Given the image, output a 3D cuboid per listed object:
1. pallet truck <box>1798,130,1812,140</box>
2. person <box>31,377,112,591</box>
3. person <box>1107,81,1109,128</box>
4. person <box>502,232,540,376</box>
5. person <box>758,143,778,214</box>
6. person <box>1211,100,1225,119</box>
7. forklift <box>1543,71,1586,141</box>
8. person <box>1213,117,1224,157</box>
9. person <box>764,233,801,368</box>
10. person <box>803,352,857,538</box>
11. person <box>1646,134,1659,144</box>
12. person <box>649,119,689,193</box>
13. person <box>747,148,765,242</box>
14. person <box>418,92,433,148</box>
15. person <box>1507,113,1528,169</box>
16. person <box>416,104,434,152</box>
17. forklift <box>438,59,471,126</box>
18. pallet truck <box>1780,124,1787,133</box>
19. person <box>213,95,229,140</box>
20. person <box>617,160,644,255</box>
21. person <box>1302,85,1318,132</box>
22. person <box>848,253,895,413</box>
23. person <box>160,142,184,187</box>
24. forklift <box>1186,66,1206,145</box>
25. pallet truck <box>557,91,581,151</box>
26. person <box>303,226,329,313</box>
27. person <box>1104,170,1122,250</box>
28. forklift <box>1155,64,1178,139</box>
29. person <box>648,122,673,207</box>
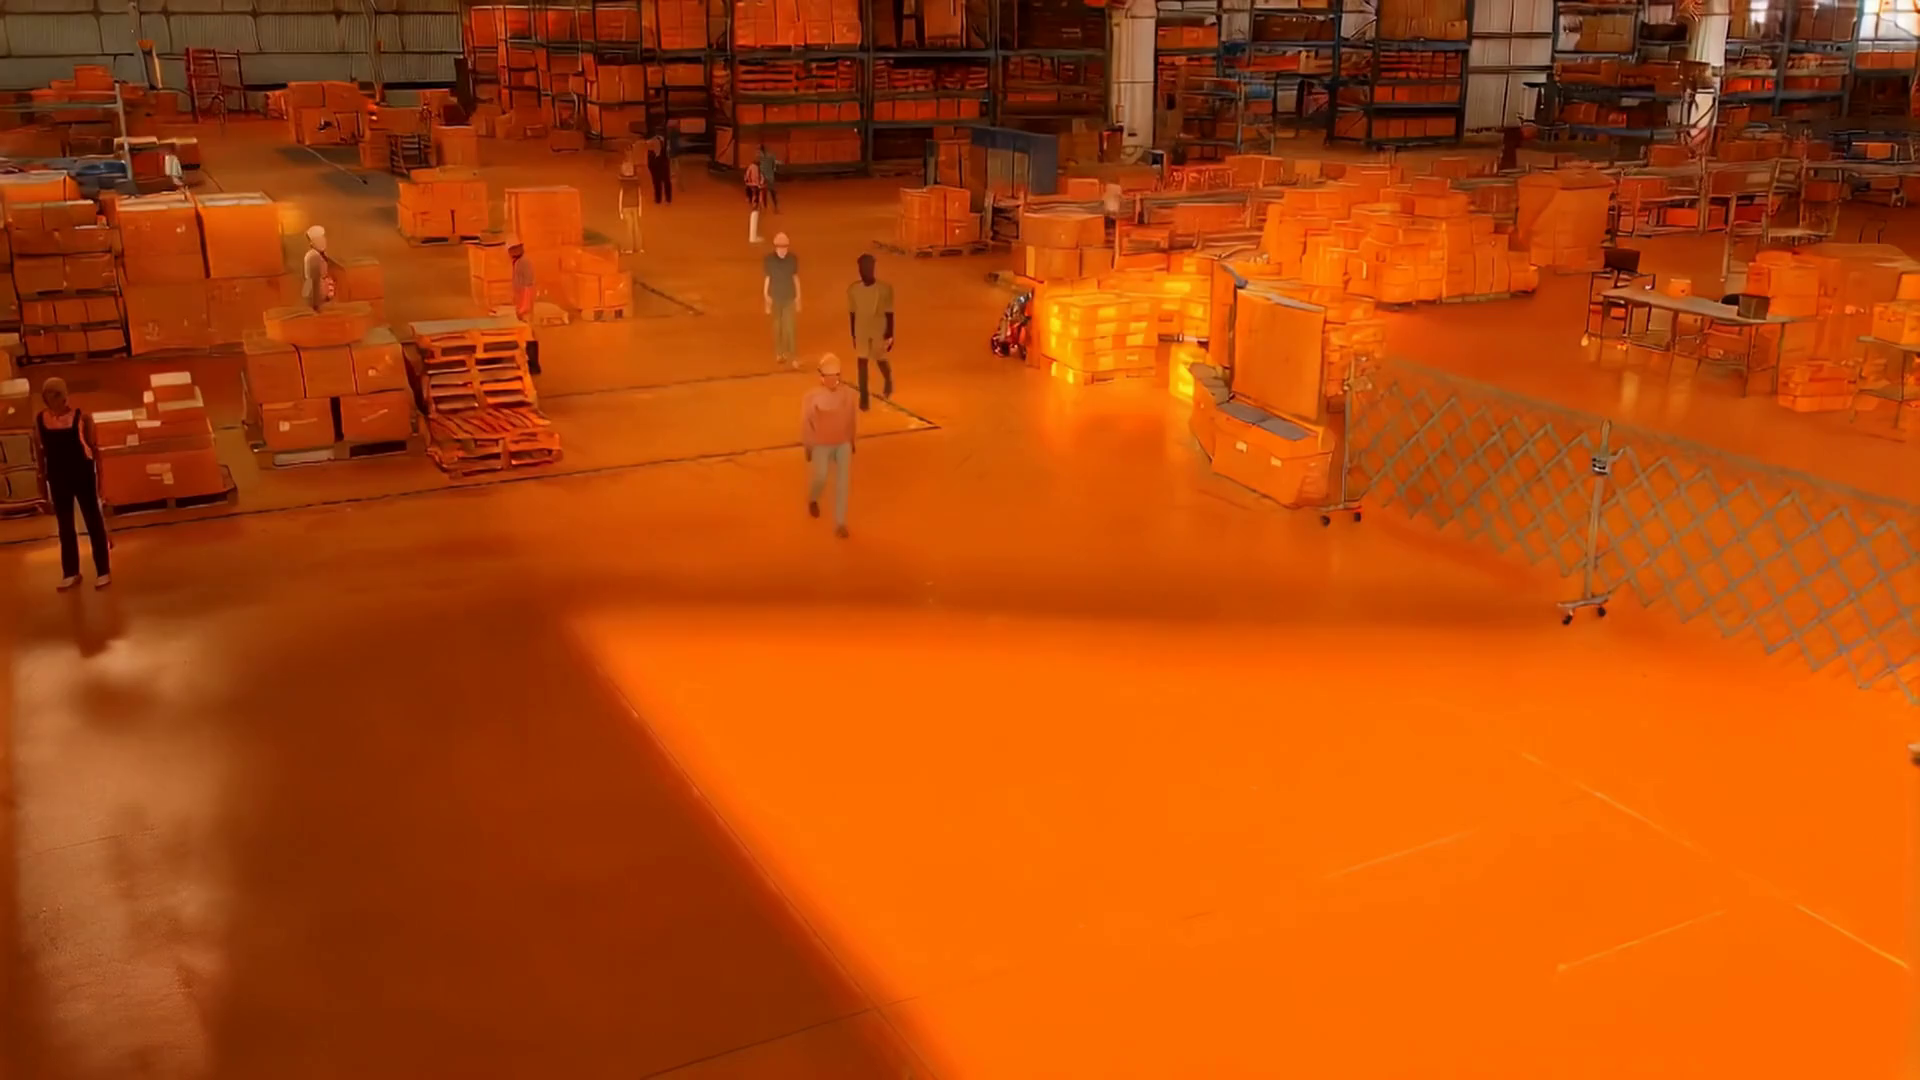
[{"bbox_3d":[25.526,-11.556,49.408,1.630,1.274,0.653,-9,20,-26],"label":"pallet truck"},{"bbox_3d":[-7.466,-0.475,13.984,0.511,1.844,0.328,-3,18,-8],"label":"person"},{"bbox_3d":[5.709,-16.872,64.854,0.641,1.990,0.963,-6,19,-19],"label":"person"},{"bbox_3d":[-5.851,-3.145,22.177,0.382,1.927,0.542,-7,19,-21],"label":"person"},{"bbox_3d":[-4.583,-8.590,39.546,0.535,1.685,0.401,-7,19,-22],"label":"person"},{"bbox_3d":[8.595,-14.074,56.325,0.678,1.884,0.855,0,18,1],"label":"person"},{"bbox_3d":[18.685,-13.231,52.085,1.873,2.768,1.129,-9,20,-26],"label":"forklift"},{"bbox_3d":[7.193,-10.881,46.475,0.593,1.813,0.610,-11,21,-31],"label":"person"},{"bbox_3d":[-2.414,-3.253,22.671,0.523,1.825,0.939,-3,18,-9],"label":"person"},{"bbox_3d":[-1.222,-0.918,15.530,0.527,1.747,0.616,-7,19,-22],"label":"person"},{"bbox_3d":[23.417,-13.886,56.086,0.537,1.668,0.817,13,22,34],"label":"person"},{"bbox_3d":[-7.688,-10.099,43.844,1.065,1.934,0.614,-1,18,-4],"label":"person"},{"bbox_3d":[-4.276,-7.253,34.993,0.394,1.929,0.539,-5,18,-15],"label":"person"},{"bbox_3d":[-18.753,-14.742,58.364,0.587,1.911,0.397,14,23,37],"label":"person"},{"bbox_3d":[16.589,-11.807,49.466,0.638,1.746,0.543,-1,18,-4],"label":"person"},{"bbox_3d":[-18.329,-14.077,56.771,0.527,1.612,0.770,-17,24,-42],"label":"person"},{"bbox_3d":[-19.237,-17.170,64.362,1.873,2.768,1.129,-8,19,-23],"label":"forklift"},{"bbox_3d":[25.206,-12.542,52.601,1.601,1.201,0.680,0,18,-2],"label":"pallet truck"},{"bbox_3d":[-27.579,-15.796,62.114,0.520,1.622,0.644,-14,22,-37],"label":"person"},{"bbox_3d":[-6.552,-6.602,33.057,0.521,1.865,0.335,-9,20,-26],"label":"person"},{"bbox_3d":[13.710,-17.008,65.604,0.852,1.797,0.600,-10,20,-29],"label":"person"},{"bbox_3d":[-1.061,-2.566,20.356,0.611,1.935,0.762,3,18,10],"label":"person"},{"bbox_3d":[-17.625,-8.017,37.490,0.646,1.859,0.671,16,24,41],"label":"person"},{"bbox_3d":[7.993,-14.698,56.655,1.873,2.768,1.129,-4,18,-12],"label":"forklift"},{"bbox_3d":[-13.495,-14.412,57.188,0.823,1.965,1.885,-3,18,-9],"label":"pallet truck"},{"bbox_3d":[-8.824,-3.329,22.812,0.415,1.894,0.694,-6,19,-19],"label":"person"},{"bbox_3d":[3.060,-6.655,33.604,0.546,1.618,0.515,-8,20,-24],"label":"person"},{"bbox_3d":[7.229,-16.325,61.730,1.129,2.768,1.873,-10,20,-27],"label":"forklift"},{"bbox_3d":[-7.449,-9.285,41.134,0.684,2.000,0.535,-16,24,-41],"label":"person"}]
